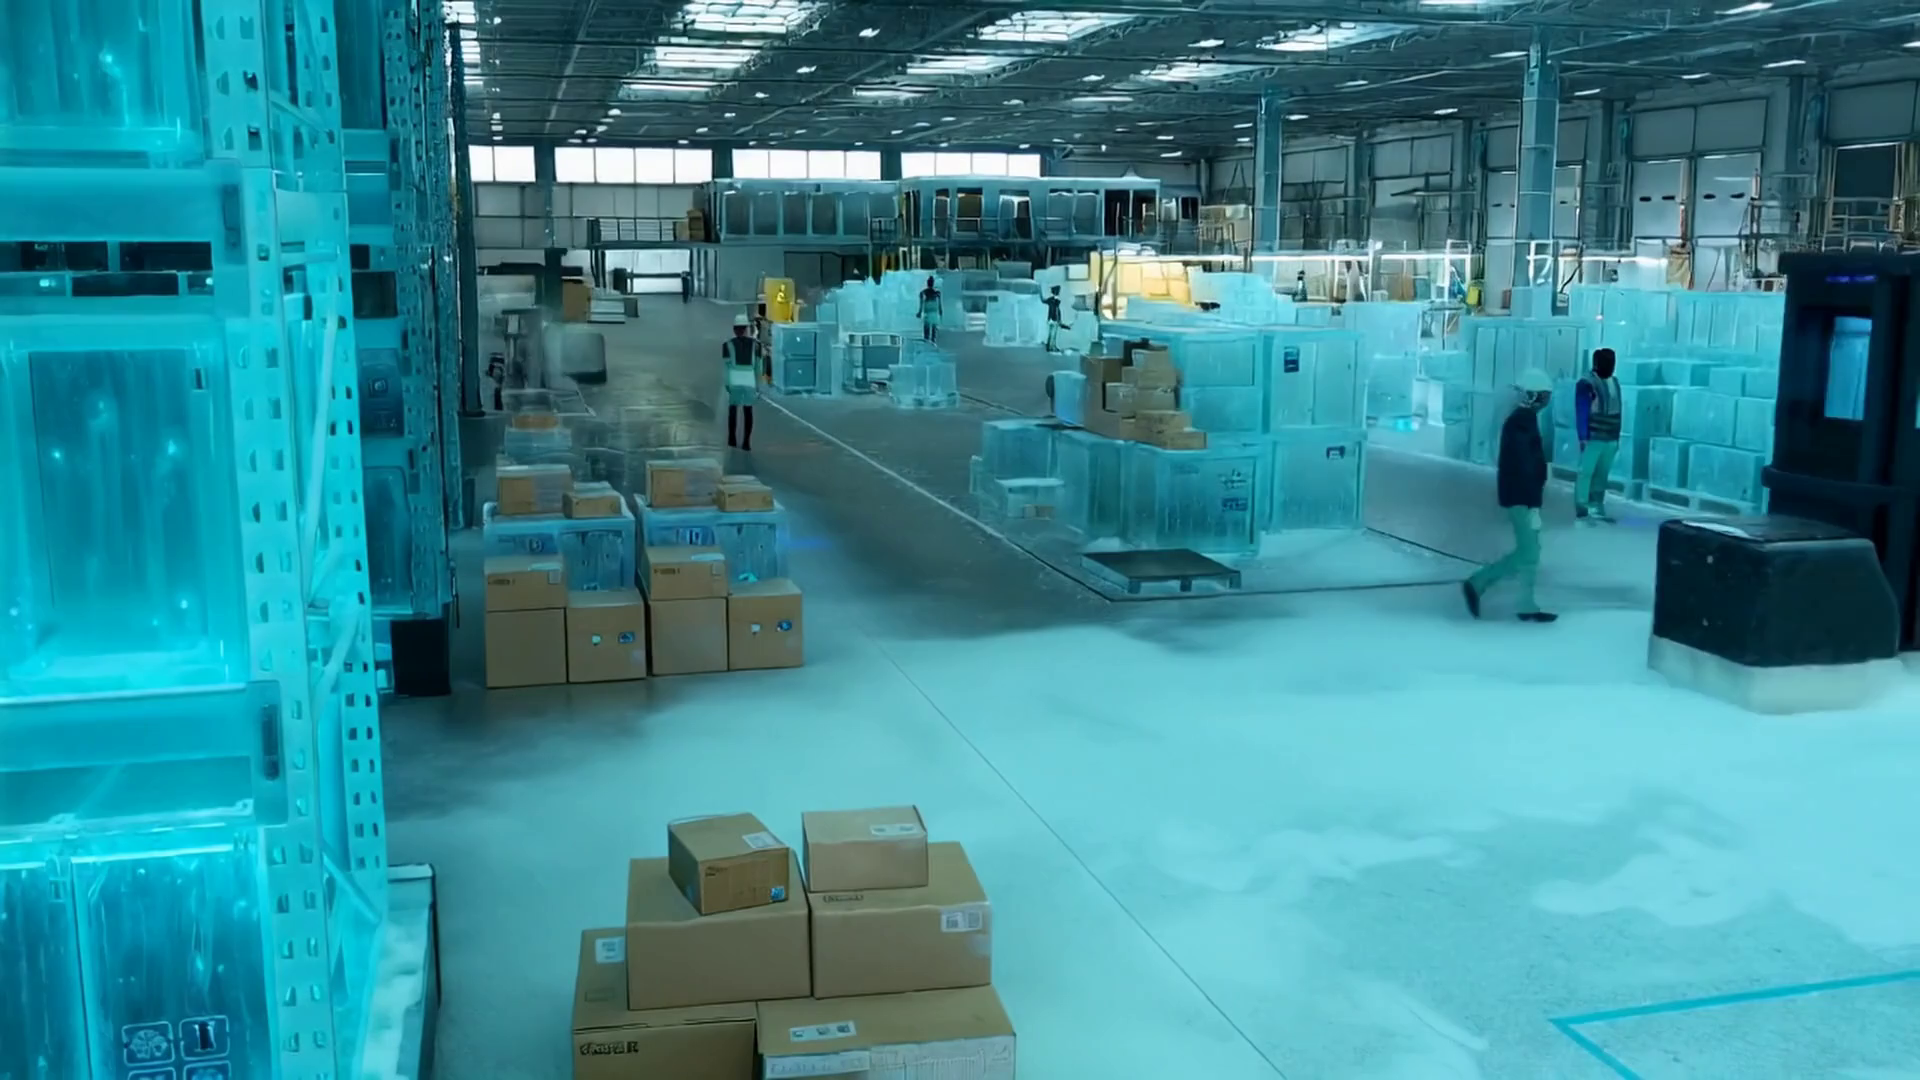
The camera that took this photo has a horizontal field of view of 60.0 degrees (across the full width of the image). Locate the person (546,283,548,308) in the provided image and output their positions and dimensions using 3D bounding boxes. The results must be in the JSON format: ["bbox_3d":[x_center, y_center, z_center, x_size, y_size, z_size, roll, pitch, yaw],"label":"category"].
[{"bbox_3d":[-14.963,-8.644,60.427,0.816,1.711,0.504,1,10,4],"label":"person"}]

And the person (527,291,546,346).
[{"bbox_3d":[-11.763,-6.097,46.236,0.514,1.631,0.444,-2,10,-10],"label":"person"}]

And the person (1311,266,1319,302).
[{"bbox_3d":[16.342,-11.622,76.641,0.403,1.947,0.612,2,10,14],"label":"person"}]

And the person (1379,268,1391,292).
[{"bbox_3d":[20.630,-12.325,81.041,0.643,1.787,0.974,-2,10,-13],"label":"person"}]

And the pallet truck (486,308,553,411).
[{"bbox_3d":[-6.242,-2.418,24.362,0.823,1.965,1.885,1,10,3],"label":"pallet truck"}]

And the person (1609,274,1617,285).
[{"bbox_3d":[24.582,-9.028,62.292,0.640,1.814,0.727,-7,12,-36],"label":"person"}]

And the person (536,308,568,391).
[{"bbox_3d":[-6.460,-2.642,25.873,0.870,1.905,0.638,2,10,11],"label":"person"}]

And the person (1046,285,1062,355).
[{"bbox_3d":[2.505,-5.830,44.088,0.331,1.860,0.531,-8,13,-38],"label":"person"}]

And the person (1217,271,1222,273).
[{"bbox_3d":[8.742,-8.107,56.454,0.702,2.000,0.713,5,11,25],"label":"person"}]

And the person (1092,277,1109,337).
[{"bbox_3d":[4.433,-7.357,52.578,0.544,1.913,0.850,2,10,13],"label":"person"}]

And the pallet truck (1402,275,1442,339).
[{"bbox_3d":[14.620,-7.324,52.145,0.823,1.965,1.885,8,13,40],"label":"pallet truck"}]

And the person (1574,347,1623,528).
[{"bbox_3d":[6.557,-1.049,17.055,0.625,1.844,0.429,-7,12,-34],"label":"person"}]

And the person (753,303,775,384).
[{"bbox_3d":[-4.111,-4.118,34.841,0.541,1.696,0.315,-7,12,-36],"label":"person"}]

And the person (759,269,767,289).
[{"bbox_3d":[-7.761,-9.765,66.020,0.618,1.978,0.492,9,13,41],"label":"person"}]

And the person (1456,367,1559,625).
[{"bbox_3d":[4.171,-0.312,12.507,0.701,1.976,0.633,2,10,10],"label":"person"}]

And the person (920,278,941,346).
[{"bbox_3d":[-0.839,-6.549,47.867,0.600,1.959,0.376,2,10,9],"label":"person"}]

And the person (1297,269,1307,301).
[{"bbox_3d":[14.812,-10.801,72.108,0.549,1.898,0.609,-3,11,-18],"label":"person"}]

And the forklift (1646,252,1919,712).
[{"bbox_3d":[5.577,-0.432,10.617,1.873,2.768,1.129,-3,10,-15],"label":"forklift"}]

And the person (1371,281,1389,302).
[{"bbox_3d":[12.128,-6.556,48.119,0.573,1.883,0.353,4,11,19],"label":"person"}]

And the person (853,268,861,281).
[{"bbox_3d":[-4.791,-11.454,75.894,0.717,1.860,0.600,-6,12,-31],"label":"person"}]

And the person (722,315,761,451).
[{"bbox_3d":[-3.114,-2.246,23.655,0.558,1.894,0.944,-3,10,-15],"label":"person"}]

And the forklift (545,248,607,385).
[{"bbox_3d":[-8.271,-4.586,34.140,1.873,2.768,1.129,-3,10,-15],"label":"forklift"}]

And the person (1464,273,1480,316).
[{"bbox_3d":[18.356,-8.599,59.606,0.584,1.918,0.408,-2,10,-9],"label":"person"}]

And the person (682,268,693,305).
[{"bbox_3d":[-13.316,-12.378,81.208,0.505,1.841,0.347,-2,10,-14],"label":"person"}]
